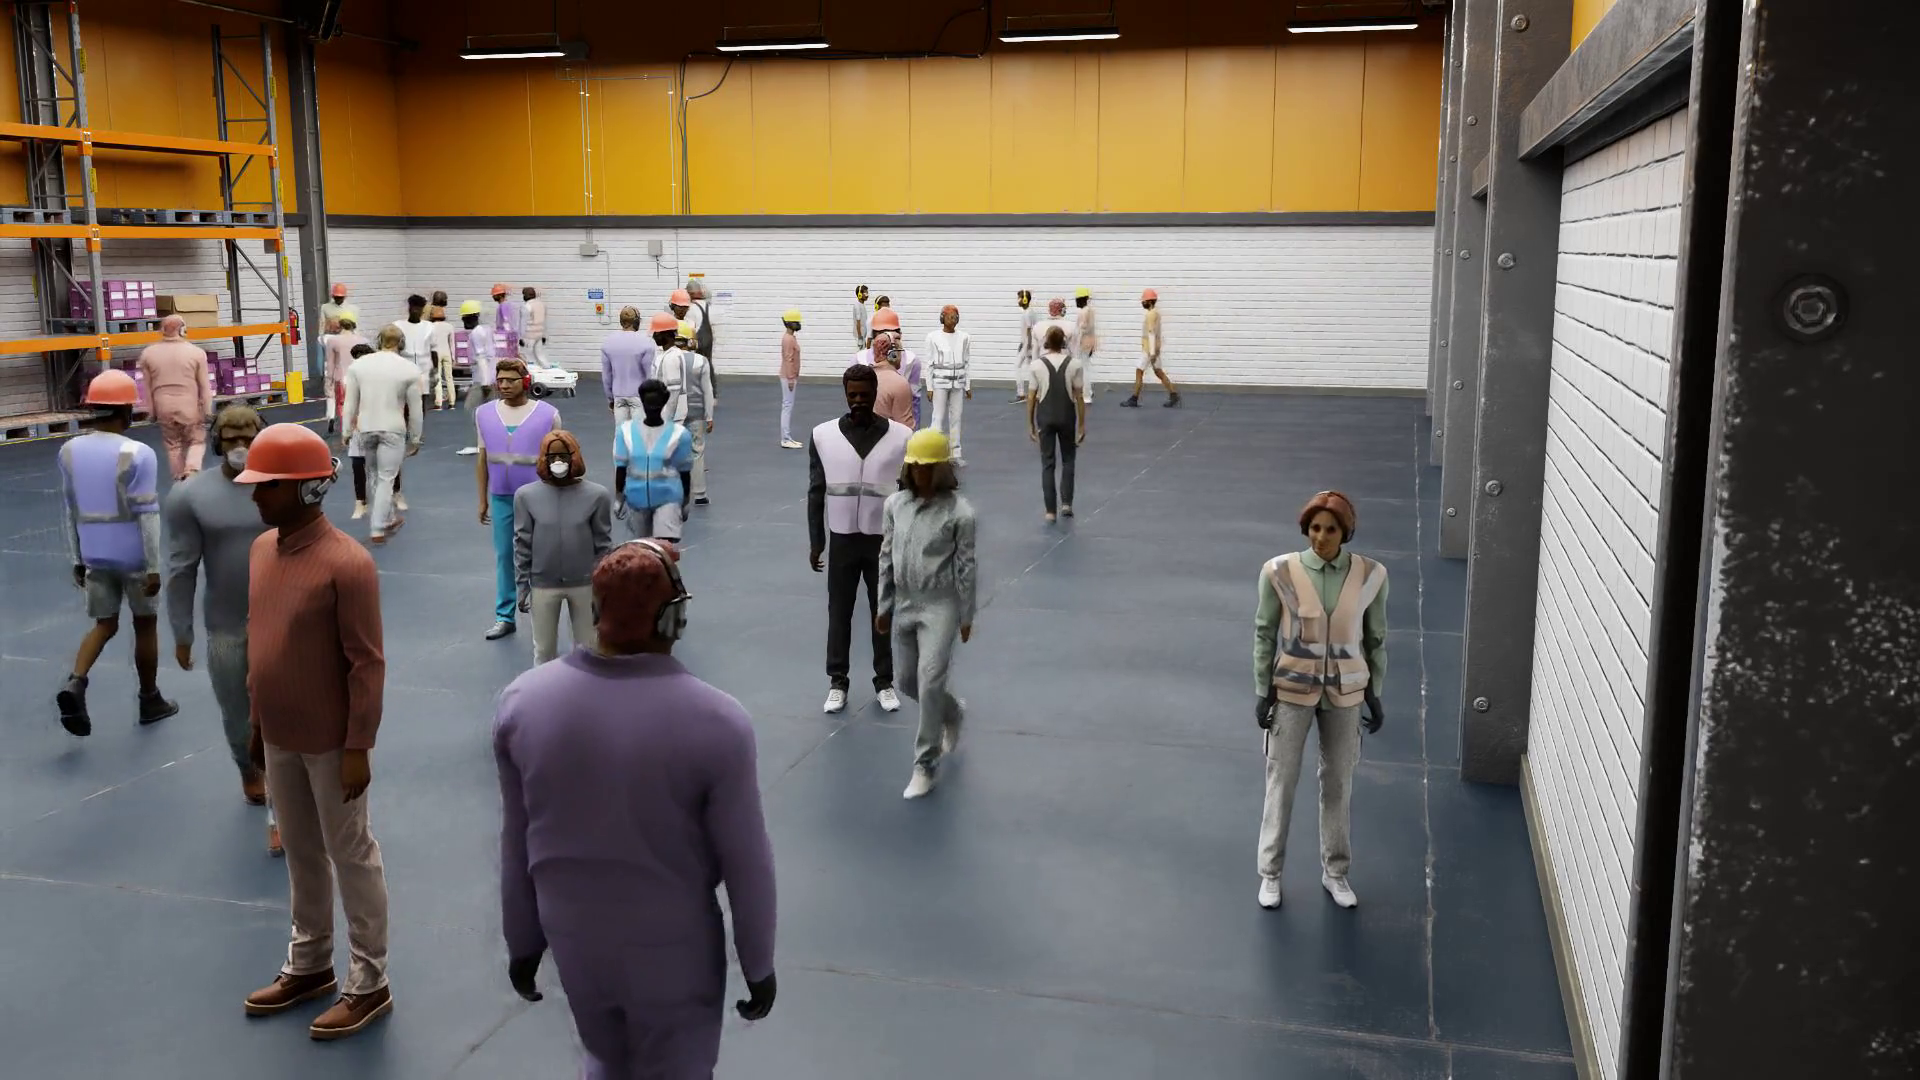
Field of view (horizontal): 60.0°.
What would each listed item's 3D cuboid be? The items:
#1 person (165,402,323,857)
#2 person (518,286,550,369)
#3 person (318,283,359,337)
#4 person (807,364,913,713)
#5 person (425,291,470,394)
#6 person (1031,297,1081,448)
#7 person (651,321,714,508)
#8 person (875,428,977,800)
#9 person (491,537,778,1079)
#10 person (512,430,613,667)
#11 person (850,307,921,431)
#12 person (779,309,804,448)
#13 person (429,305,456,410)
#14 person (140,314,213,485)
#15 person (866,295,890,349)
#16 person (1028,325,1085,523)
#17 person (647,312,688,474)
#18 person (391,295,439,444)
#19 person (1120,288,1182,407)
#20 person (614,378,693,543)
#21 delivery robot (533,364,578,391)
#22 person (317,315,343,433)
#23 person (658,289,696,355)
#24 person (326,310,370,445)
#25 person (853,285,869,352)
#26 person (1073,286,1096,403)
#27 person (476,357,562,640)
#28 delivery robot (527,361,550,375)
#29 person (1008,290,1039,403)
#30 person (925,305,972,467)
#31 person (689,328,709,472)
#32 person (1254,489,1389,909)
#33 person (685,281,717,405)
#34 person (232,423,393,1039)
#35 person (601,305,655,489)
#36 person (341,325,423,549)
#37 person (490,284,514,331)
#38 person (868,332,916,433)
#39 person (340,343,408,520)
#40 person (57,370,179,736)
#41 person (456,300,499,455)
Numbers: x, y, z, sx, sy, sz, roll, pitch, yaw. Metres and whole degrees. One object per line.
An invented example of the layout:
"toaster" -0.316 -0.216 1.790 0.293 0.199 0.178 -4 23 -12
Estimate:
"person" -3.082 0.339 7.235 0.642 1.908 0.937 -4 11 -24
"person" -7.807 -3.730 30.496 0.522 1.820 0.638 5 11 27
"person" -10.220 -3.237 27.367 0.641 1.946 0.841 -4 11 -20
"person" -0.540 -0.009 9.153 0.596 1.916 0.385 -1 10 -6
"person" -9.028 -3.399 28.748 0.944 1.793 0.690 -7 12 -33
"person" 1.238 -2.110 21.073 0.636 1.911 0.404 5 11 26
"person" -2.706 -1.223 16.263 0.603 1.830 0.404 0 10 -1
"person" -0.125 0.309 7.908 0.489 1.718 0.706 6 12 30
"person" -0.735 0.930 3.918 0.668 1.888 0.433 3 10 17
"person" -2.020 0.248 8.498 0.497 1.633 0.284 -2 10 -13
"person" -0.620 -0.935 14.036 0.605 2.045 0.387 -1 10 -8
"person" -2.134 -2.051 21.140 0.331 1.767 0.527 -1 10 -3
"person" -8.139 -2.846 26.019 0.507 1.631 0.275 -10 14 -43
"person" -7.766 -1.290 16.520 0.645 1.887 0.600 -2 10 -9
"person" -1.123 -2.546 23.672 0.329 1.864 0.513 9 13 41
"person" 0.890 -1.085 15.521 0.518 1.823 0.641 0 10 0
"person" -2.764 -1.192 15.791 0.355 1.938 0.544 -2 10 -9
"person" -7.043 -2.188 21.438 0.666 1.933 0.413 -4 11 -24
"person" 3.076 -3.035 26.361 0.968 1.900 0.557 3 10 17
"person" -2.081 -0.291 11.414 0.530 1.672 0.715 1 10 4
"delivery robot" -6.842 -2.725 28.123 0.707 0.478 0.477 1 10 3
"person" -8.371 -2.204 22.393 0.527 1.632 0.432 -2 10 -12
"person" -3.423 -2.053 20.400 0.392 2.034 0.605 7 12 35
"person" -7.740 -2.038 21.097 0.556 1.754 0.366 -3 11 -18
"person" -1.732 -3.573 29.468 0.317 1.870 0.531 0 10 2
"person" 1.988 -3.164 27.050 0.429 1.911 0.585 2 10 12
"person" -2.852 -0.270 10.830 0.564 1.845 0.389 1 10 5
"delivery robot" -7.464 -2.876 28.979 0.707 0.478 0.477 2 10 10
"person" 1.025 -3.137 27.102 0.660 1.839 0.513 2 10 13
"person" -0.131 -1.771 19.223 0.576 1.884 0.355 -5 11 -26
"person" -3.077 -1.585 18.875 0.281 1.633 0.498 -7 12 -35
"person" 1.385 0.616 6.418 0.515 1.633 0.315 0 10 1
"person" -4.334 -3.210 26.929 1.012 2.000 0.693 7 12 33
"person" -2.114 0.612 5.415 0.612 1.995 0.378 6 12 32
"person" -3.436 -1.483 17.435 0.635 1.938 0.361 4 11 19
"person" -4.926 -0.905 14.345 0.678 1.877 0.992 1 10 5
"person" -8.161 -3.671 29.977 0.996 1.894 0.565 -2 10 -11
"person" -0.540 -0.629 12.690 0.409 1.907 0.651 -9 13 -41
"person" -5.550 -1.048 15.807 0.548 1.667 0.727 0 10 0
"person" -4.422 0.080 8.652 0.560 1.921 0.742 1 10 8
"person" -5.883 -1.956 20.236 0.751 1.891 0.657 -1 10 -7
